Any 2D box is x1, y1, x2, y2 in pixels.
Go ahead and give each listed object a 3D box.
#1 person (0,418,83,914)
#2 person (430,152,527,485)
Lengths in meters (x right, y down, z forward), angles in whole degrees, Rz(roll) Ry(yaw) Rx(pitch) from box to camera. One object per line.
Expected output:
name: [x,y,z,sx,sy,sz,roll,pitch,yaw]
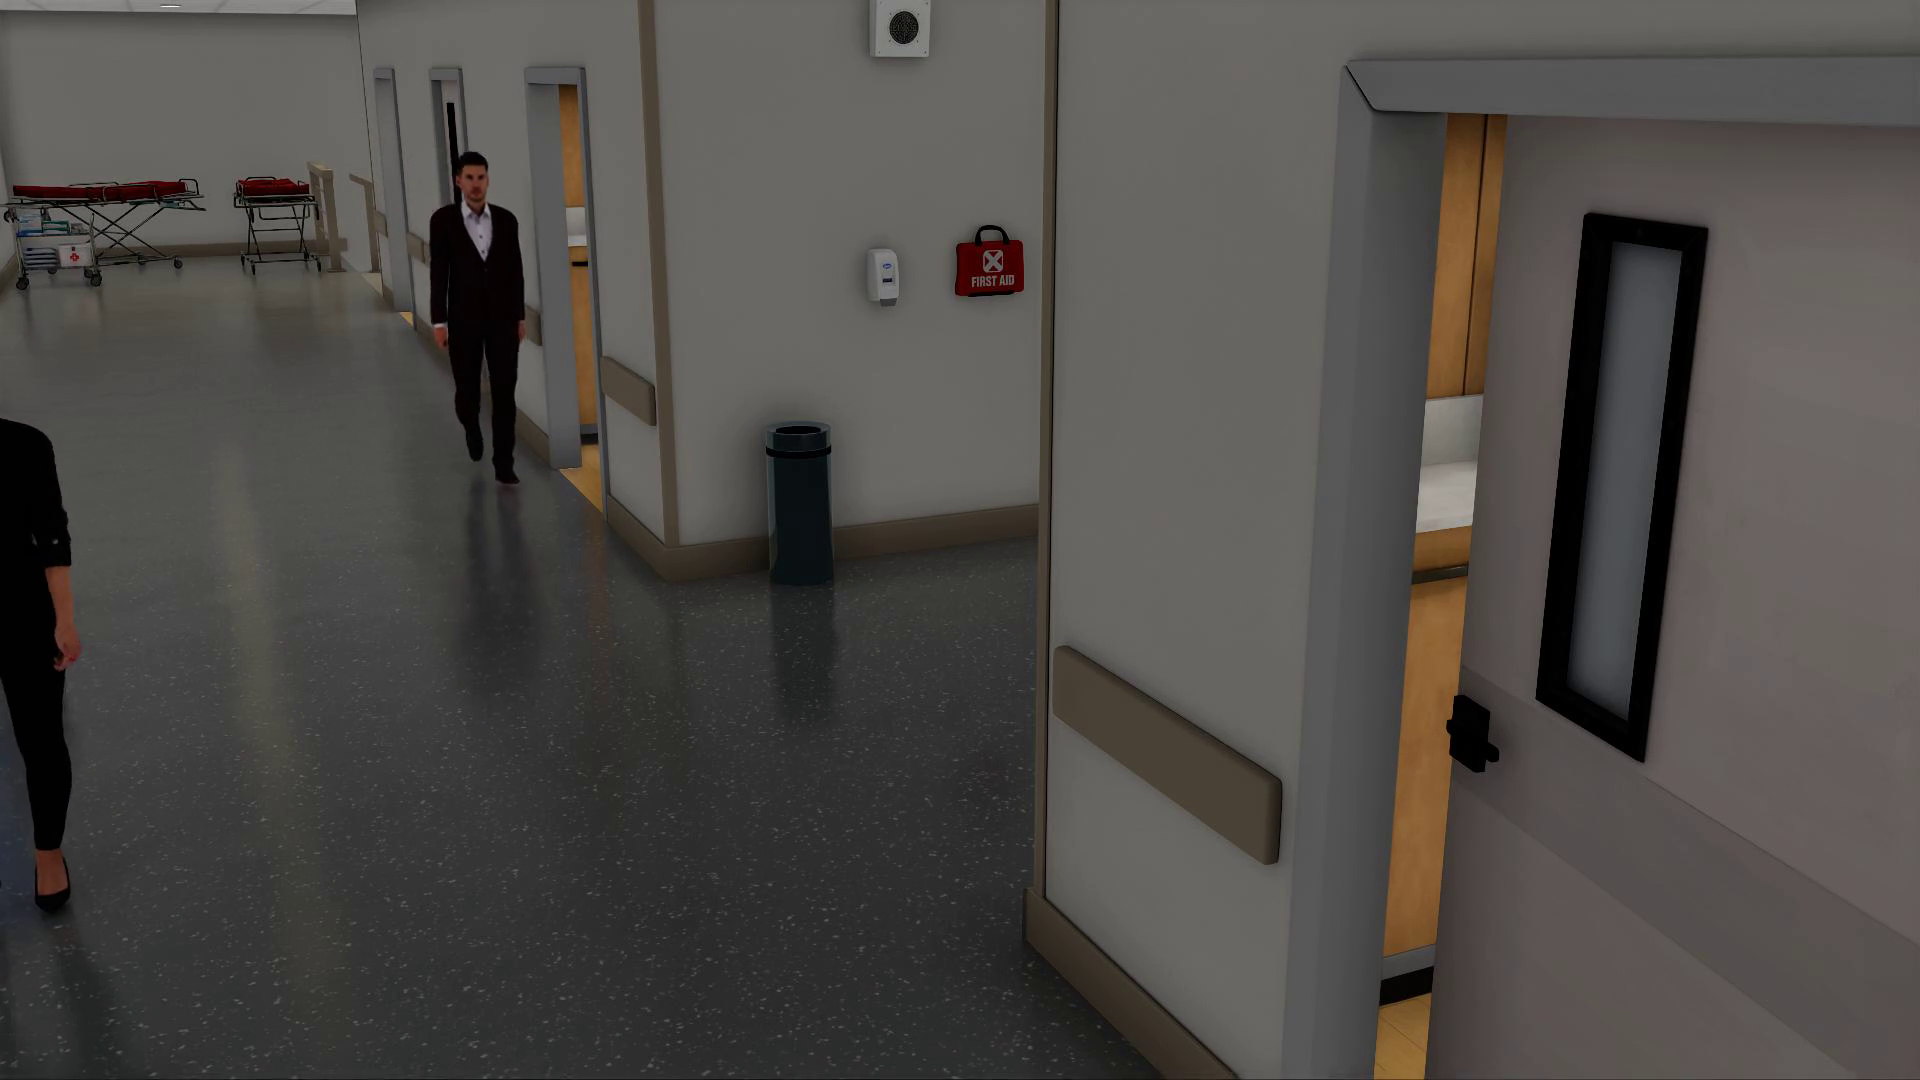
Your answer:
person: [-2.617,0.233,4.554,0.640,1.648,0.687,-5,17,-18]
person: [-2.743,-1.258,9.482,0.679,1.844,1.043,-8,17,-25]
